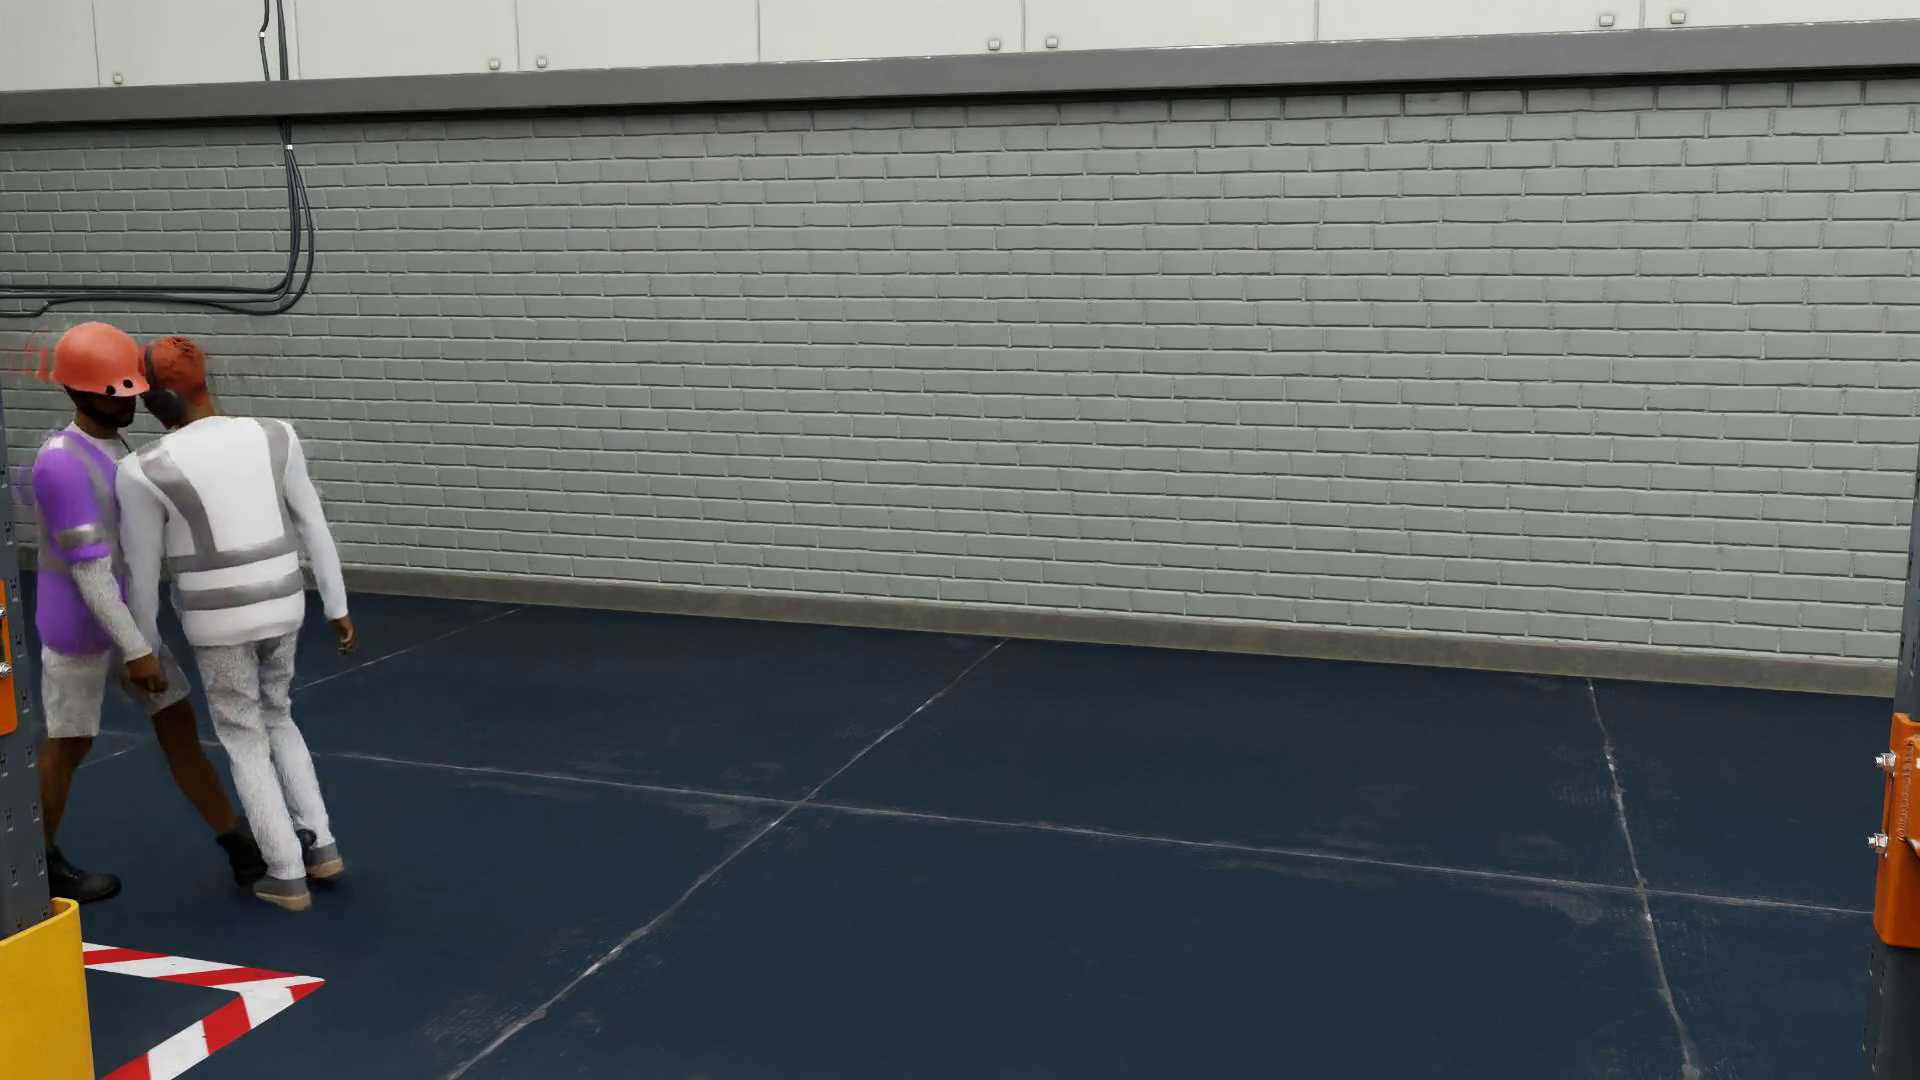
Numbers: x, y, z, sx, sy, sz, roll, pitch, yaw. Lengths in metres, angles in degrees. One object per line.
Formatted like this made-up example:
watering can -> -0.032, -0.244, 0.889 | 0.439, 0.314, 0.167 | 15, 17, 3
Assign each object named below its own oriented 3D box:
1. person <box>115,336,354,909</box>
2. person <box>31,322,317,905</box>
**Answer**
person -> -2.296, 0.278, 5.284 | 0.460, 1.840, 0.652 | 8, 12, 38
person -> -2.592, 0.265, 5.221 | 0.971, 1.880, 0.574 | -1, 10, -5
